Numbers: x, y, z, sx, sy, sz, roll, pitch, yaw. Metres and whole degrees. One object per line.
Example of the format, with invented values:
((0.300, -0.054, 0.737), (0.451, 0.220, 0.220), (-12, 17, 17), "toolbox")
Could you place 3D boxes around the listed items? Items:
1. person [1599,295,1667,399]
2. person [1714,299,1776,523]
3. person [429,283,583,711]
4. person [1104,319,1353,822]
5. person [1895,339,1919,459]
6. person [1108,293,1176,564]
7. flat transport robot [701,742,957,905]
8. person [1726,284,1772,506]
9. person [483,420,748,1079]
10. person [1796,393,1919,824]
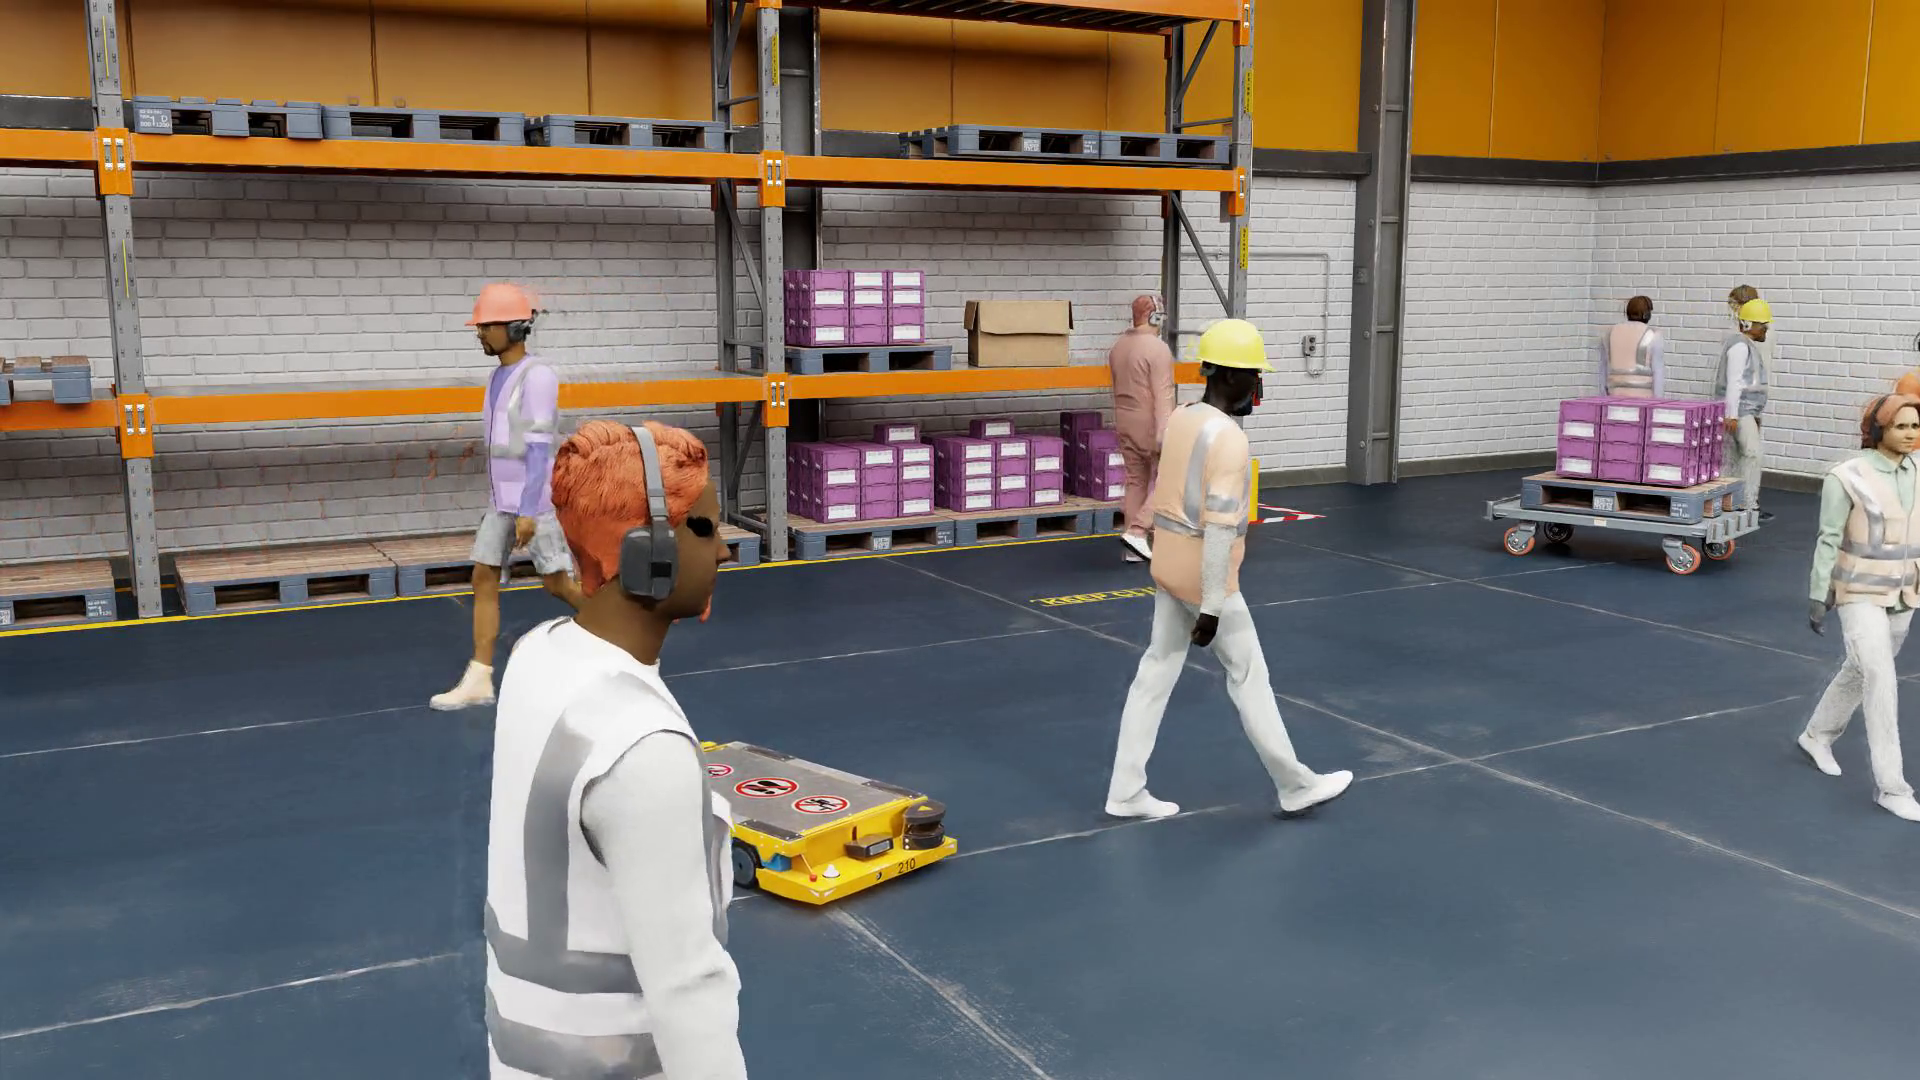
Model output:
((6.034, -1.287, 14.975), (0.600, 1.827, 0.639), (-6, 11, -33), "person")
((6.474, -1.046, 13.544), (0.616, 1.811, 0.625), (5, 10, 27), "person")
((-2.026, -0.215, 7.923), (1.005, 2.010, 0.619), (-8, 12, -41), "person")
((0.986, 0.130, 6.185), (0.973, 1.878, 0.611), (-3, 10, -17), "person")
((6.650, -0.604, 11.287), (0.552, 1.654, 0.835), (-5, 11, -29), "person")
((1.304, -0.754, 11.518), (0.439, 1.890, 0.674), (-5, 10, -26), "person")
((-0.756, 0.965, 5.976), (1.431, 0.197, 0.652), (8, 12, 41), "flat transport robot")
((6.701, -1.206, 14.193), (0.383, 1.929, 0.699), (9, 13, 43), "person")
((-0.381, 0.759, 2.373), (0.678, 1.862, 0.617), (-4, 10, -23), "person")
((3.580, 0.214, 6.507), (0.525, 1.600, 0.837), (-2, 10, -12), "person")
